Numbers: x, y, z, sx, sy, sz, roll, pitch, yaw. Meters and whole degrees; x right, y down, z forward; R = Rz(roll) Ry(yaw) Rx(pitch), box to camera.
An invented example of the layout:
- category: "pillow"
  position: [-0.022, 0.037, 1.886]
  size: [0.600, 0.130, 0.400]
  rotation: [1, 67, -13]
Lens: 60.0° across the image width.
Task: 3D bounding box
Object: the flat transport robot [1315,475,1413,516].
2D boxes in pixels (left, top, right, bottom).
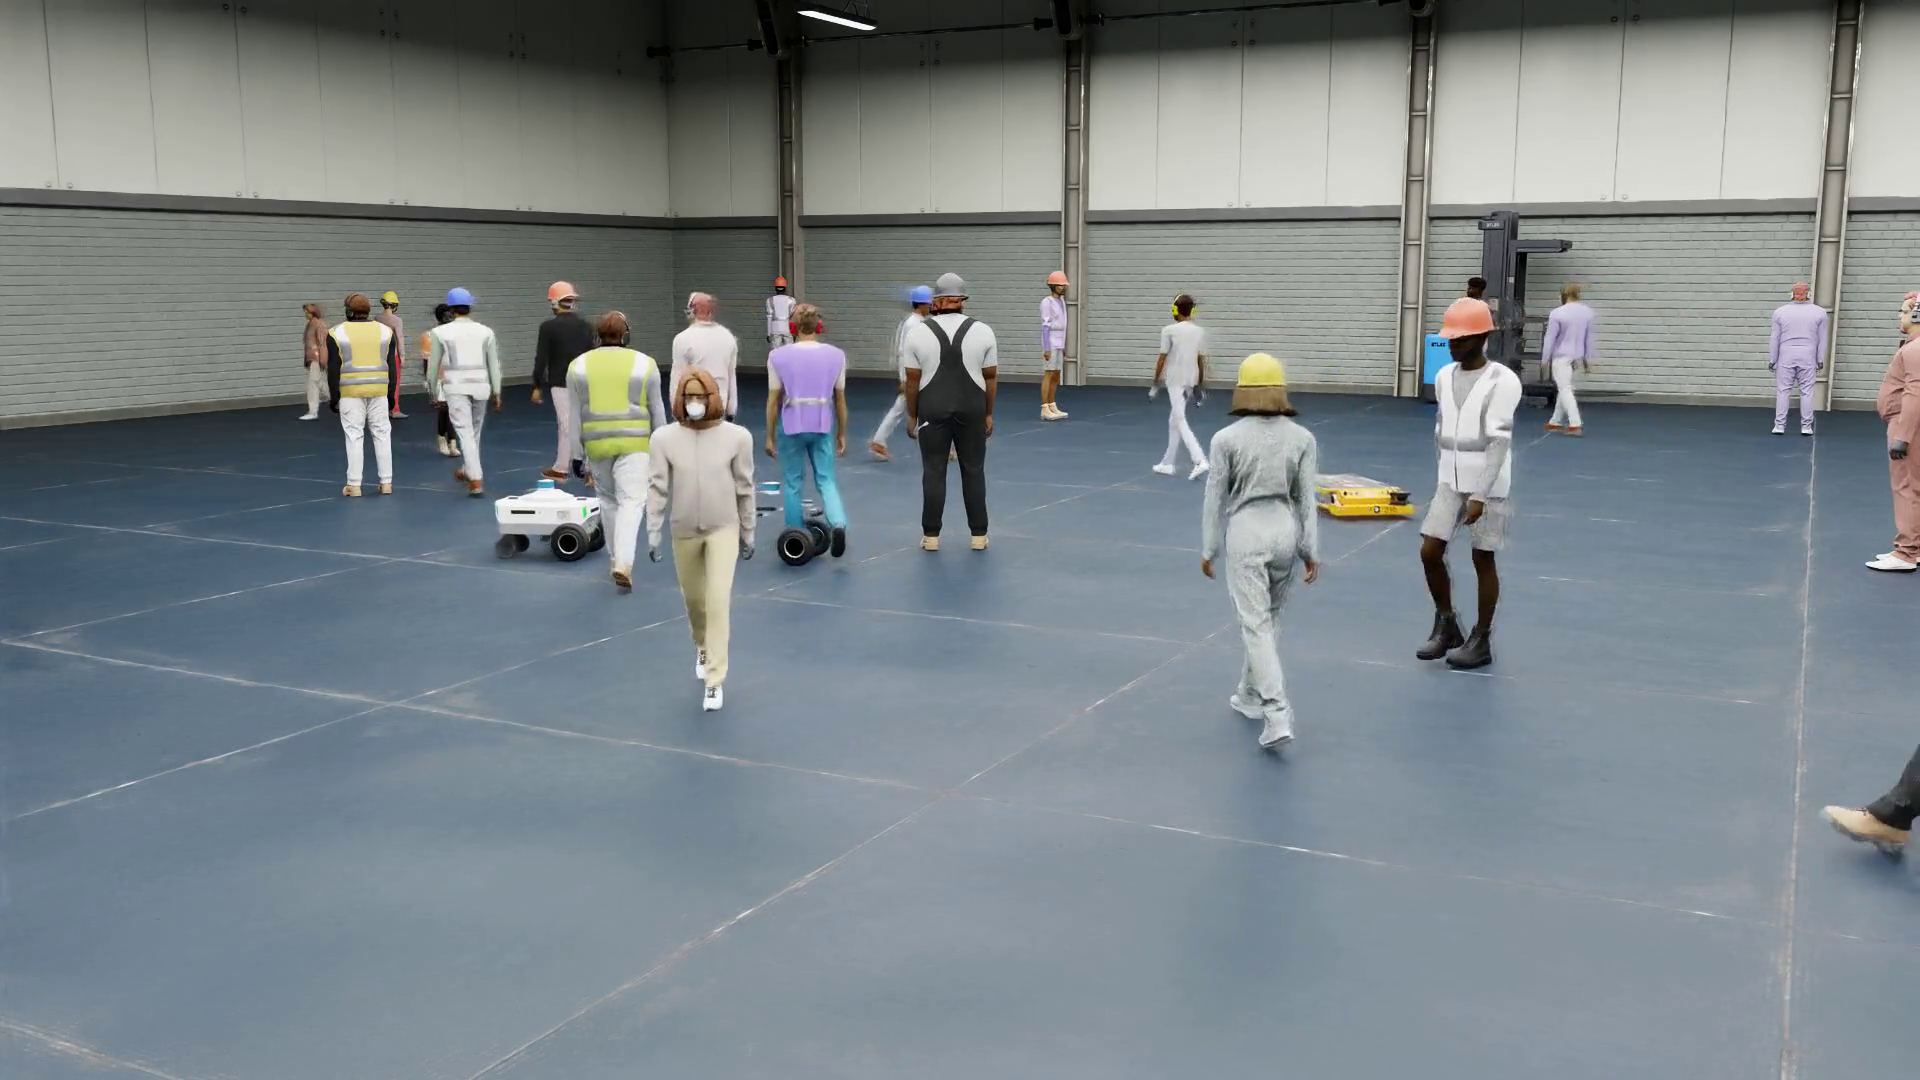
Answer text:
- category: "flat transport robot"
  position: [3.343, -0.409, 14.516]
  size: [0.652, 0.197, 1.431]
  rotation: [-2, 9, -10]

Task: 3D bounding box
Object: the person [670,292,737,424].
- category: "person"
  position: [-2.082, -1.093, 13.667]
  size: [0.857, 1.881, 0.651]
  rotation: [7, 12, 39]

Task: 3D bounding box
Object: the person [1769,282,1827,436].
- category: "person"
  position: [10.468, -2.263, 20.806]
  size: [0.638, 1.902, 0.407]
  rotation: [4, 10, 23]

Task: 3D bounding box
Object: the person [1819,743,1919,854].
- category: "person"
  position: [3.610, 0.227, 5.771]
  size: [0.995, 1.793, 0.527]
  rotation: [2, 9, 12]

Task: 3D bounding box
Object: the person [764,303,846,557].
- category: "person"
  position: [-1.076, -0.752, 11.709]
  size: [0.576, 1.828, 0.678]
  rotation: [-4, 10, -21]

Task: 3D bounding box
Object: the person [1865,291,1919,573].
- category: "person"
  position: [6.507, -0.743, 11.412]
  size: [0.409, 1.907, 0.651]
  rotation: [8, 12, 39]

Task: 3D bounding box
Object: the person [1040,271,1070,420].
- category: "person"
  position: [1.333, -2.689, 22.995]
  size: [0.395, 2.042, 0.611]
  rotation: [5, 10, 26]

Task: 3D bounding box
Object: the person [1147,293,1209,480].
- category: "person"
  position: [2.209, -1.531, 16.514]
  size: [0.528, 1.835, 0.937]
  rotation: [-6, 11, -32]

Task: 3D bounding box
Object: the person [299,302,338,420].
- category: "person"
  position: [-8.831, -2.477, 22.990]
  size: [0.632, 1.613, 0.522]
  rotation: [-6, 11, -34]

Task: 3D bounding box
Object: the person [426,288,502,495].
- category: "person"
  position: [-4.585, -1.373, 15.390]
  size: [0.619, 1.890, 1.006]
  rotation: [-7, 12, -39]

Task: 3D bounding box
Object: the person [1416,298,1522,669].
- category: "person"
  position: [2.612, -0.275, 8.536]
  size: [0.559, 1.907, 0.532]
  rotation: [-7, 11, -36]

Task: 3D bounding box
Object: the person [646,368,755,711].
- category: "person"
  position: [-1.244, -0.046, 8.076]
  size: [0.510, 1.600, 0.816]
  rotation: [0, 9, -1]

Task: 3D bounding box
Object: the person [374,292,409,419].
- category: "person"
  position: [-7.916, -2.571, 23.147]
  size: [0.518, 1.756, 0.342]
  rotation: [5, 10, 27]

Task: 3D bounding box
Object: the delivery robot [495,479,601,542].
- category: "delivery robot"
  position: [-2.981, -0.194, 12.028]
  size: [0.707, 0.478, 0.477]
  rotation: [1, 9, 7]

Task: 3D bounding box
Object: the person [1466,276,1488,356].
- category: "person"
  position: [7.158, -2.676, 23.151]
  size: [0.367, 1.966, 0.606]
  rotation: [3, 10, 16]

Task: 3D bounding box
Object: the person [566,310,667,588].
- category: "person"
  position: [-2.247, -0.608, 10.938]
  size: [0.629, 1.801, 0.966]
  rotation: [0, 9, 2]

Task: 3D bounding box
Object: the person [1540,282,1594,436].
- category: "person"
  position: [7.591, -2.254, 20.828]
  size: [0.649, 1.916, 0.866]
  rotation: [-4, 10, -23]

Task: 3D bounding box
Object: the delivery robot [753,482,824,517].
- category: "delivery robot"
  position: [-1.333, -0.297, 11.864]
  size: [0.698, 0.223, 0.335]
  rotation: [2, 9, 12]

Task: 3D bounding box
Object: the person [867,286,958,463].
- category: "person"
  position: [-0.521, -1.776, 17.841]
  size: [1.033, 1.898, 0.602]
  rotation: [0, 9, -1]

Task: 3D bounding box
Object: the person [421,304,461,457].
- category: "person"
  position: [-5.606, -1.751, 18.280]
  size: [0.436, 1.682, 0.552]
  rotation: [9, 13, 43]

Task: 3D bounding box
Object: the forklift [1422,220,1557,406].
- category: "forklift"
  position: [8.245, -3.527, 25.720]
  size: [1.873, 2.768, 1.129]
  rotation: [5, 10, 27]

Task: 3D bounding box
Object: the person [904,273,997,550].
- category: "person"
  position: [-0.071, -0.932, 12.299]
  size: [0.676, 2.000, 0.536]
  rotation: [0, 9, -2]

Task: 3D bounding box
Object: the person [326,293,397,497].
- category: "person"
  position: [-5.472, -1.331, 15.231]
  size: [0.625, 1.847, 0.429]
  rotation: [-7, 11, -36]

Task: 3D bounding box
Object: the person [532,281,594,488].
- category: "person"
  position: [-3.712, -1.484, 15.870]
  size: [0.992, 1.954, 0.639]
  rotation: [6, 11, 35]

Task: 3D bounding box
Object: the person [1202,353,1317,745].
- category: "person"
  position: [1.335, 0.026, 7.335]
  size: [0.492, 1.698, 0.898]
  rotation: [-2, 9, -12]

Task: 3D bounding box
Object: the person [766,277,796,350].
- category: "person"
  position: [-3.172, -3.700, 29.547]
  size: [0.542, 1.939, 0.364]
  rotation: [-2, 9, -10]
